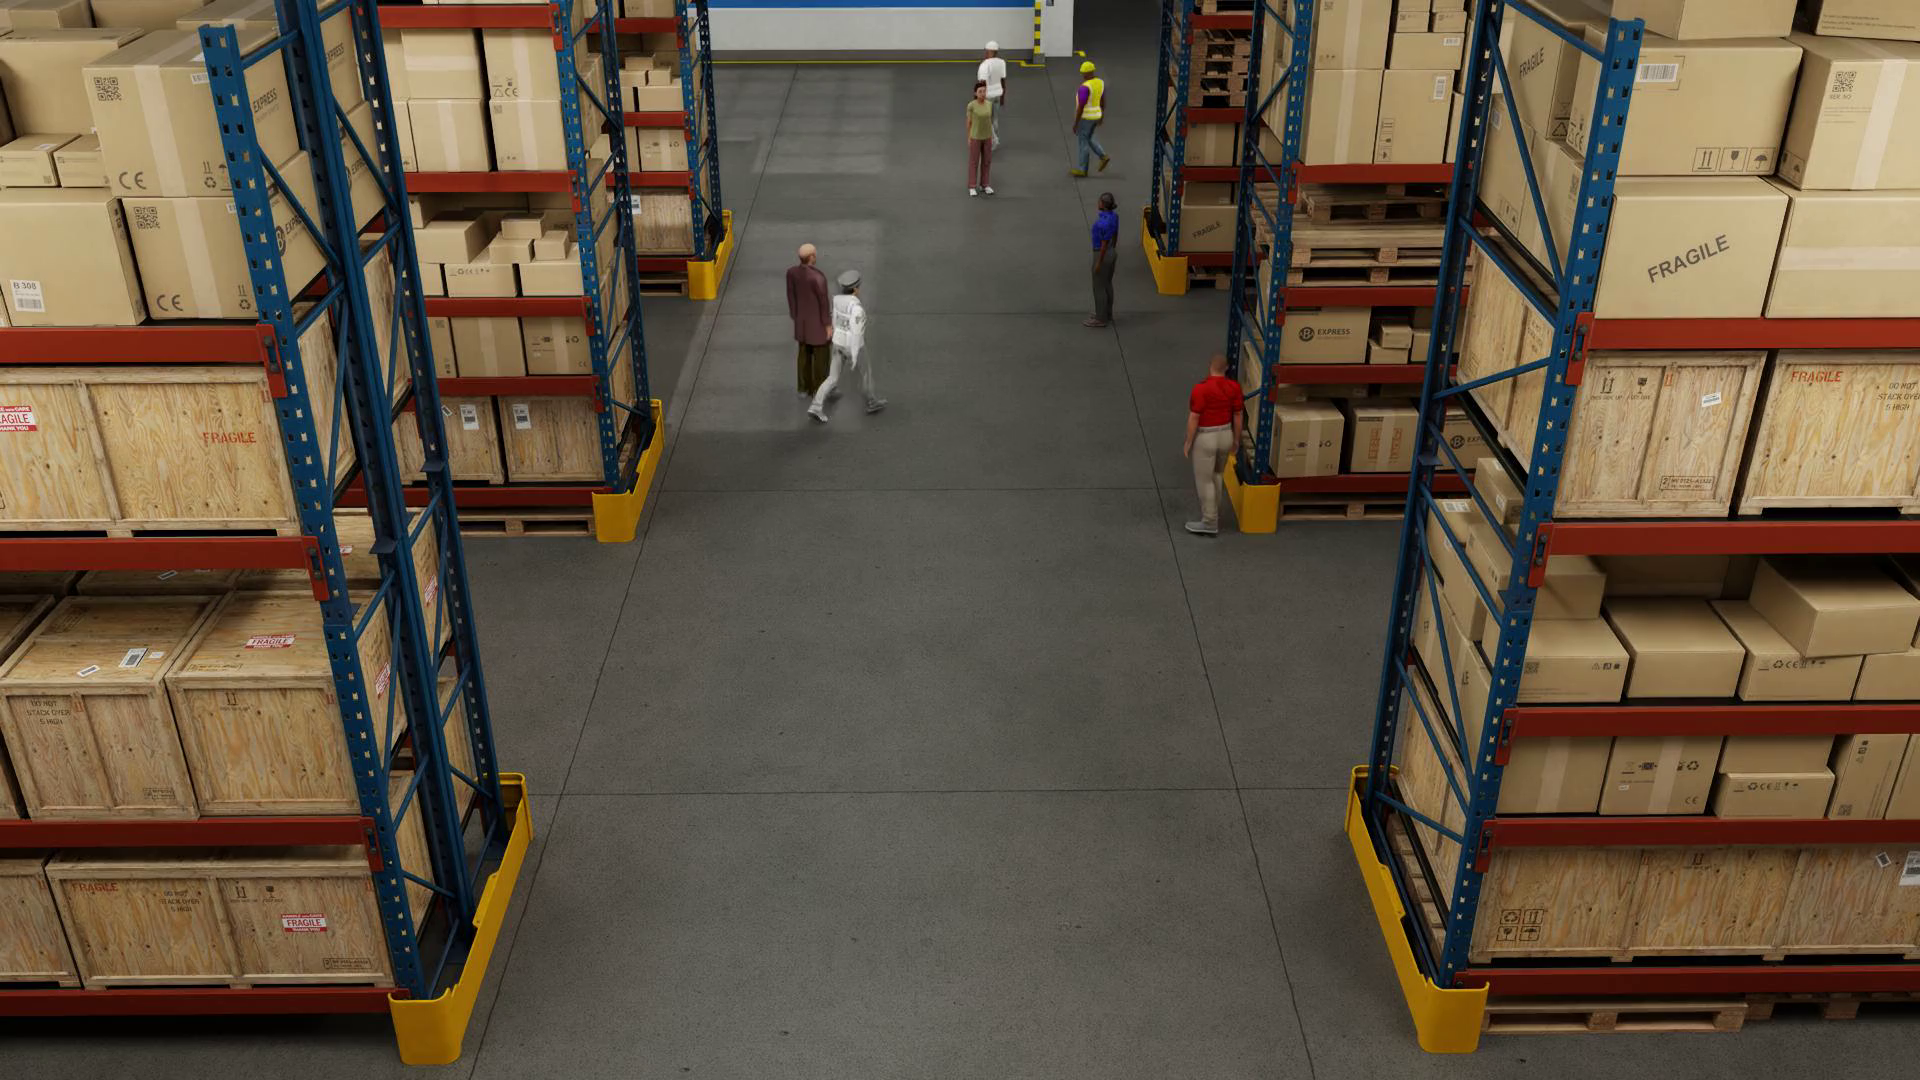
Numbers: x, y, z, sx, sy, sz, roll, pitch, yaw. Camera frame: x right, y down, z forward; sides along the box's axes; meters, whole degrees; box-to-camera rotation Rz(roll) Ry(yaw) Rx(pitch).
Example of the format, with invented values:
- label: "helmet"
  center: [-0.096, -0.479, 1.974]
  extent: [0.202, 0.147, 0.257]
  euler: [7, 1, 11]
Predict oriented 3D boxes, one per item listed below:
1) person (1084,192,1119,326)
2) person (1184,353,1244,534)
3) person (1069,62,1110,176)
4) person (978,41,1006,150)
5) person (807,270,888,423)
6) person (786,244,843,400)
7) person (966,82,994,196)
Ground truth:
- label: "person"
  center: [1.745, -3.466, 20.467]
  extent: [0.340, 1.659, 0.439]
  euler: [12, 30, 21]
- label: "person"
  center: [2.396, -0.915, 15.665]
  extent: [0.561, 1.723, 0.571]
  euler: [-12, 30, -21]
- label: "person"
  center: [2.076, -6.642, 26.222]
  extent: [0.580, 1.763, 0.631]
  euler: [20, 34, 32]
- label: "person"
  center: [0.548, -7.321, 27.483]
  extent: [0.609, 1.760, 0.543]
  euler: [-23, 36, -36]
- label: "person"
  center: [-1.236, -2.092, 17.918]
  extent: [0.502, 1.637, 1.017]
  euler: [24, 37, 38]
- label: "person"
  center: [-1.620, -2.424, 18.395]
  extent: [0.572, 1.787, 0.372]
  euler: [19, 34, 31]
- label: "person"
  center: [0.316, -6.138, 25.425]
  extent: [0.427, 1.671, 0.387]
  euler: [-12, 30, -21]
